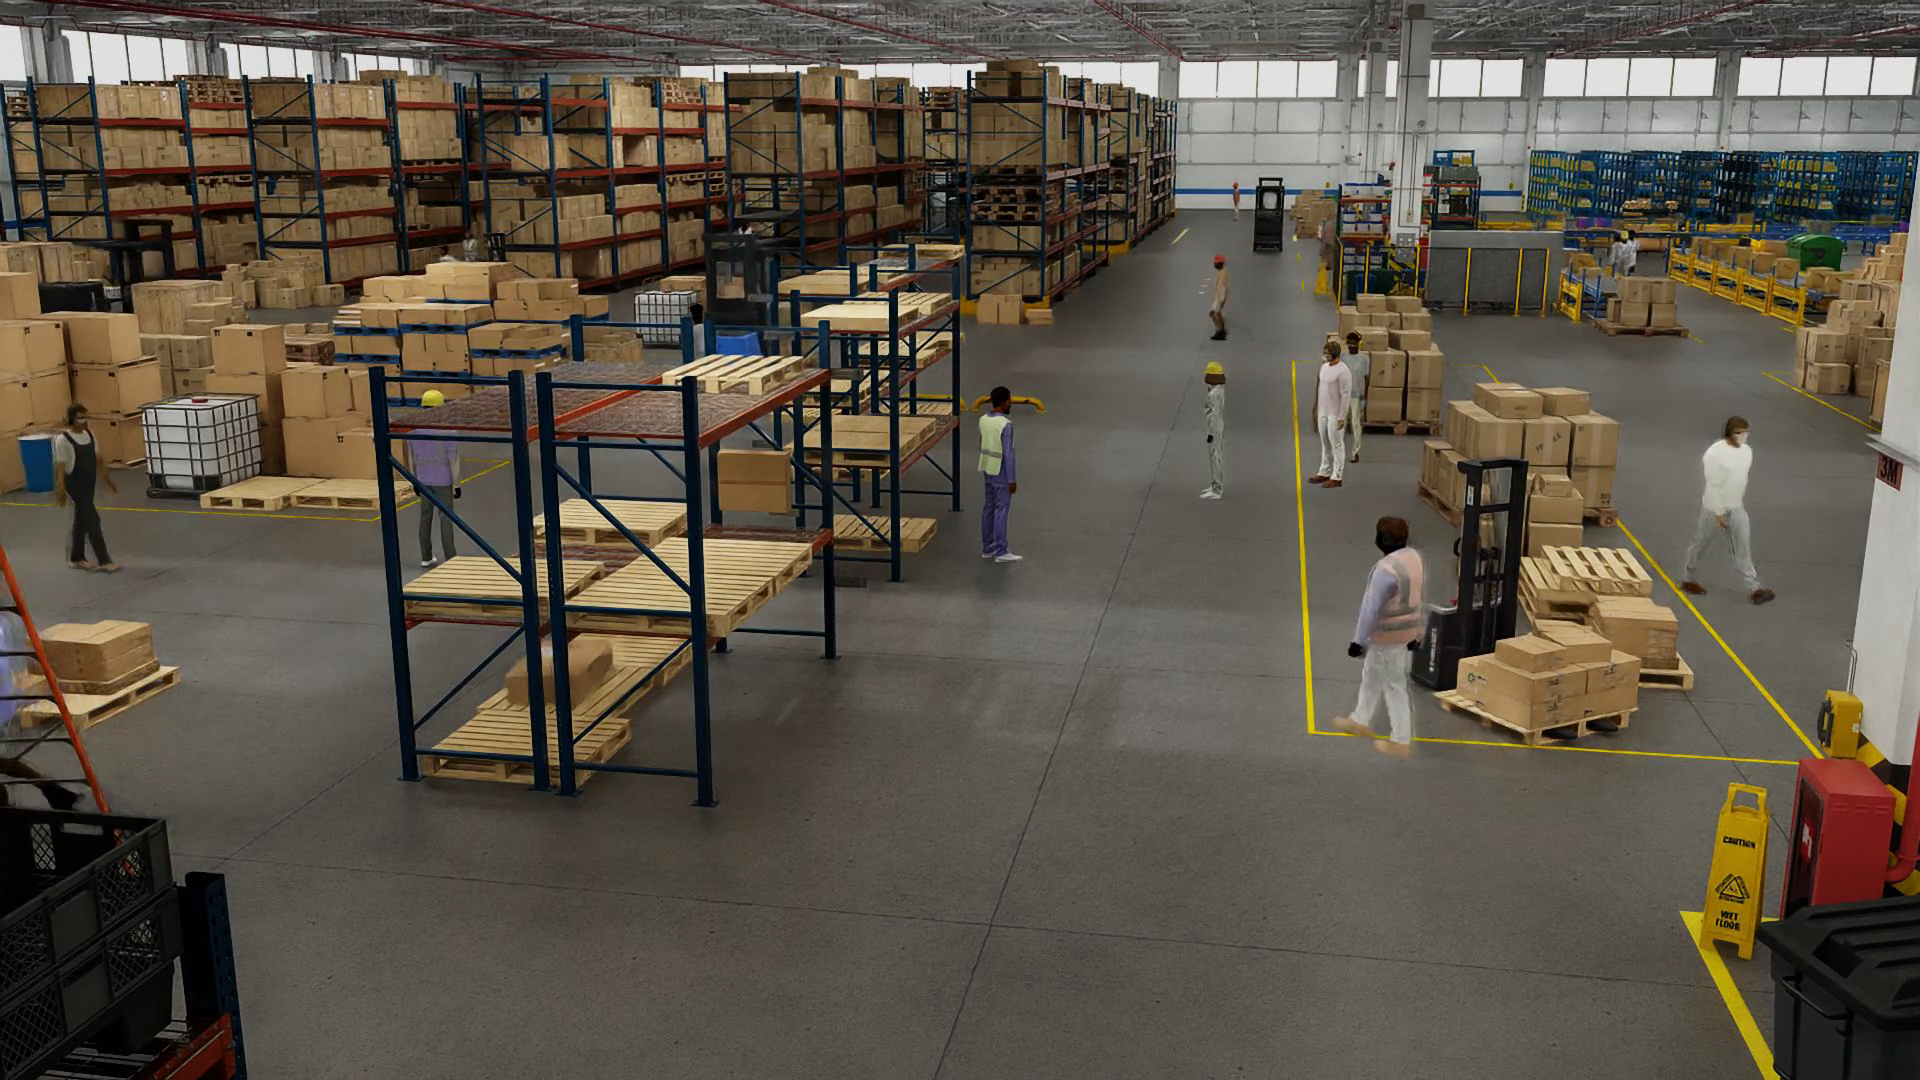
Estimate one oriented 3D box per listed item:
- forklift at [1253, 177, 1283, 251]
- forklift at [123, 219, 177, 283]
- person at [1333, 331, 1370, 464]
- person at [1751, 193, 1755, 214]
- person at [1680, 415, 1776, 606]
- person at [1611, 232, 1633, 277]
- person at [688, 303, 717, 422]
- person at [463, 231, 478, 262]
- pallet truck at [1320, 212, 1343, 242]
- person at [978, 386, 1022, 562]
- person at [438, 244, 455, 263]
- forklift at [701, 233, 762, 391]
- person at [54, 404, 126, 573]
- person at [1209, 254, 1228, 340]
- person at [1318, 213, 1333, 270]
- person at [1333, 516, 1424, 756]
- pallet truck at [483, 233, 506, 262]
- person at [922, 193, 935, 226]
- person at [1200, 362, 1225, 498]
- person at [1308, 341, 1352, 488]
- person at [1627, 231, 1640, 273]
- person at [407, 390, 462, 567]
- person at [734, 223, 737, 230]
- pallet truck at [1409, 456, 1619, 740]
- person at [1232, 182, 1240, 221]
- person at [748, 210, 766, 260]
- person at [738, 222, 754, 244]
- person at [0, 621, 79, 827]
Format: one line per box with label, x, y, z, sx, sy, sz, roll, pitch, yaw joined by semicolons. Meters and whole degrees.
forklift;12.083;-12.747;64.956;1.129;2.768;1.873;3;14;10
forklift;-16.648;-5.229;34.433;1.129;2.768;1.873;3;14;10
person;5.508;-2.015;23.480;0.508;1.864;0.329;11;18;37
person;38.618;-16.073;80.678;0.709;1.804;0.624;12;18;39
person;7.639;-0.288;16.445;0.632;1.871;1.071;-5;15;-20
person;18.872;-7.867;47.381;0.599;1.793;0.882;2;14;10
person;-4.104;-2.746;26.250;0.609;1.956;0.392;-13;19;-43
person;-14.934;-8.580;50.649;0.519;1.615;0.681;2;14;10
pallet truck;15.874;-13.227;70.310;0.680;1.201;1.601;10;17;35
person;0.412;-0.717;18.096;0.391;1.920;0.593;-8;16;-31
person;-12.806;-6.448;41.499;0.389;1.849;0.532;6;15;24
forklift;-4.100;-4.094;29.825;1.129;2.768;1.873;3;14;10
person;-9.195;-0.541;17.617;0.846;1.809;0.508;2;14;8
person;5.747;-5.405;37.123;0.511;1.915;0.564;2;14;6
person;12.332;-10.078;56.161;0.592;1.888;0.653;6;15;23
person;3.120;0.702;12.562;0.815;1.814;0.629;9;16;32
pallet truck;-11.832;-7.026;43.548;1.885;1.965;0.823;8;16;28
person;-1.583;-16.303;81.652;0.611;1.777;0.942;3;14;12
person;3.227;-1.405;21.249;0.315;1.742;0.492;4;14;16
person;4.887;-1.651;21.855;0.376;1.936;0.627;-5;15;-18
person;20.316;-8.552;50.460;0.540;1.643;0.893;3;14;13
person;-5.617;-0.653;17.845;0.585;1.918;0.410;3;14;13
person;-9.450;-13.187;69.308;0.269;1.632;0.504;5;15;19
pallet truck;4.504;0.400;13.395;0.823;1.965;1.885;-6;15;-23
person;14.330;-17.580;86.435;0.406;1.987;0.608;1;14;6
person;-7.439;-11.059;60.348;0.954;1.793;0.646;3;14;11
person;-6.818;-9.406;53.428;0.622;1.897;0.671;8;16;30
person;-6.201;1.106;10.733;0.604;1.905;0.547;-3;14;-13
